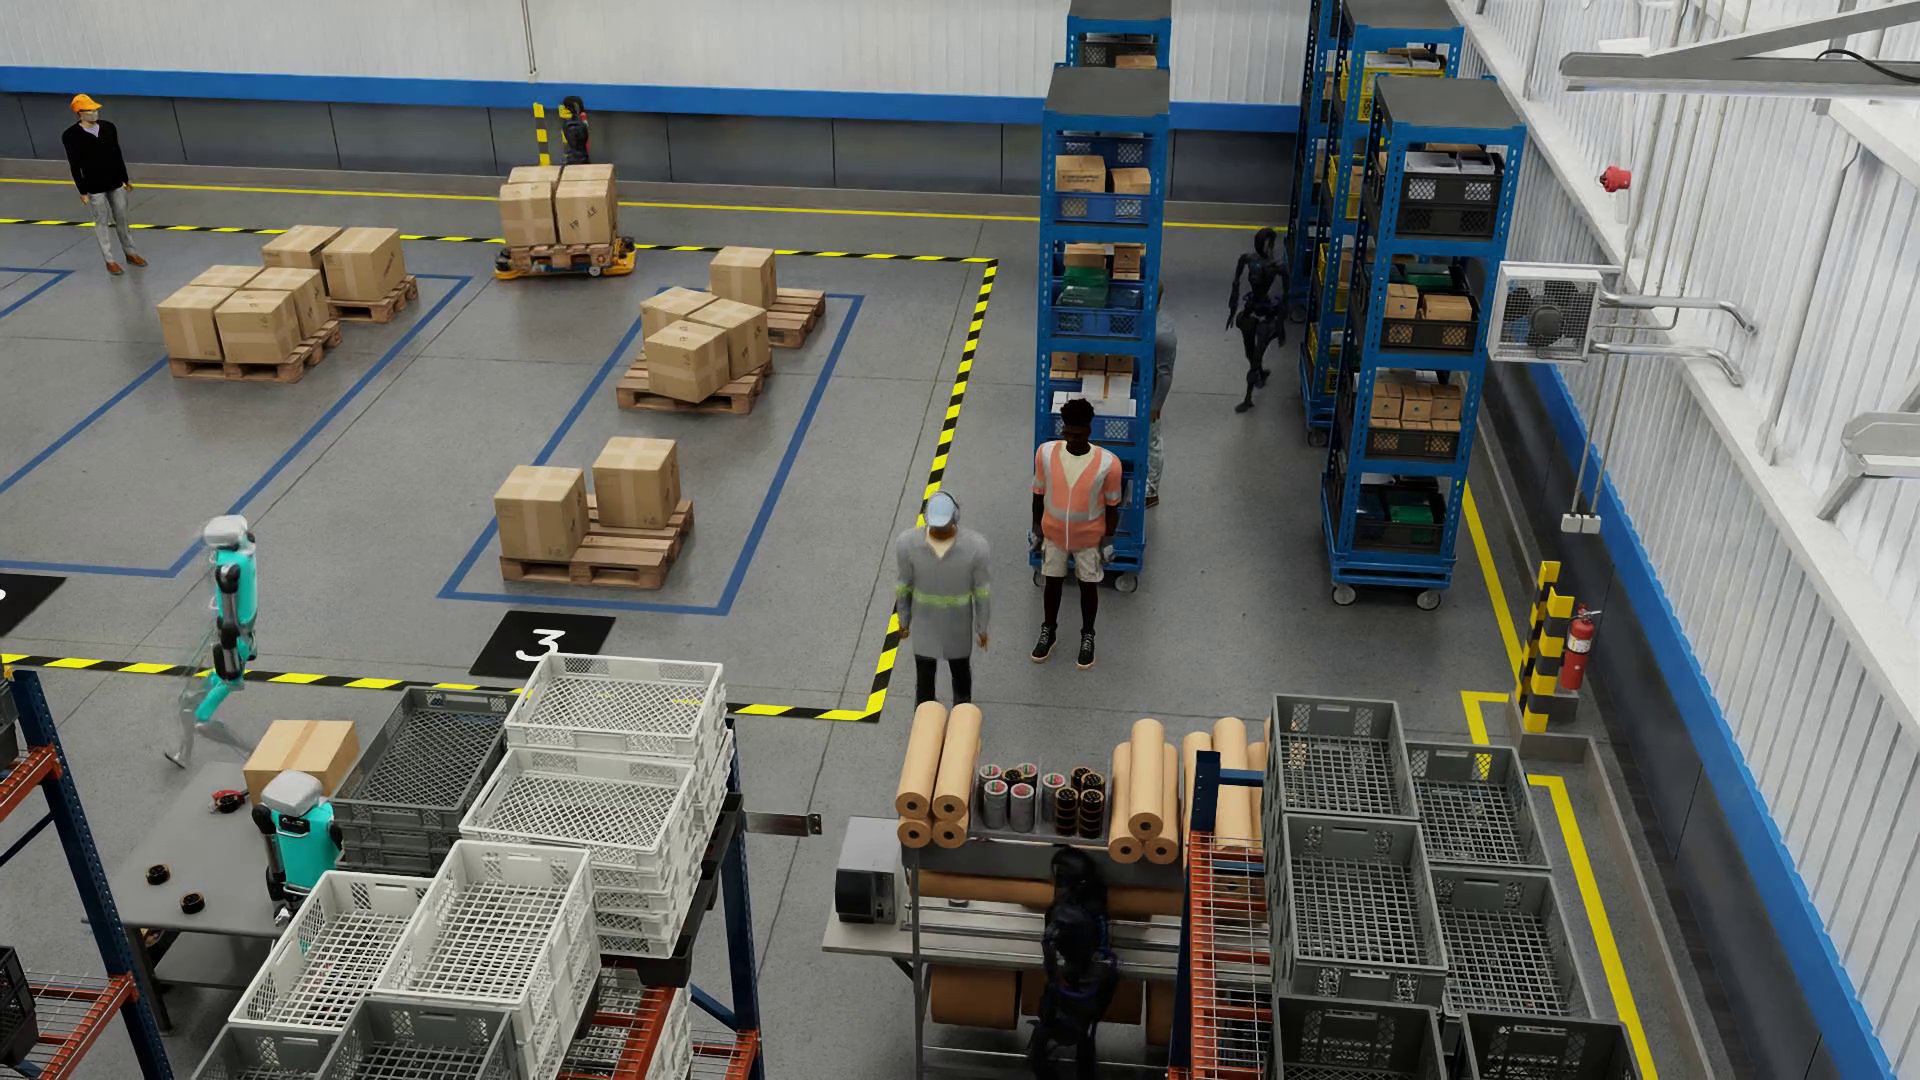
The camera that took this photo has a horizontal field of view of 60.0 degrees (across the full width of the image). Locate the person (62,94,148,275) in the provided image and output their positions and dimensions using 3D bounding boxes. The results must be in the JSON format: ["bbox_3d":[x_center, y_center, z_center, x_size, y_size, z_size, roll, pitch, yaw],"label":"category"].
[{"bbox_3d":[-9.008,-3.745,17.500,0.357,1.884,0.589,18,35,28],"label":"person"}]

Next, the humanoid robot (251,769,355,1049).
[{"bbox_3d":[-3.090,1.925,7.774,0.533,1.677,0.735,9,31,15],"label":"humanoid robot"}]

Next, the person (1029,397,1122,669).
[{"bbox_3d":[0.751,-0.043,11.061,0.601,1.965,0.368,9,31,15],"label":"person"}]

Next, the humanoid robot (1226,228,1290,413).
[{"bbox_3d":[2.673,-1.995,14.754,0.611,1.641,0.771,22,37,33],"label":"humanoid robot"}]

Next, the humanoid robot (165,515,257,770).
[{"bbox_3d":[-4.601,0.715,10.048,0.942,1.810,0.556,-5,31,-9],"label":"humanoid robot"}]

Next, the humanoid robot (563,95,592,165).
[{"bbox_3d":[-4.177,-4.078,18.282,0.357,1.648,0.601,-2,30,-4],"label":"humanoid robot"}]

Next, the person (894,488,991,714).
[{"bbox_3d":[-0.115,0.497,10.251,0.596,1.852,0.395,3,30,6],"label":"person"}]

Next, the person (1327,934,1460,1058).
[{"bbox_3d":[1.957,2.025,7.654,0.466,1.824,0.641,-24,38,-35],"label":"person"}]

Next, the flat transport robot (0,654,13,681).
[{"bbox_3d":[-7.142,0.969,11.010,1.431,0.231,0.659,3,30,6],"label":"flat transport robot"}]

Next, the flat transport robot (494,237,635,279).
[{"bbox_3d":[-4.236,-3.044,17.874,1.431,0.197,0.652,-4,30,-6],"label":"flat transport robot"}]

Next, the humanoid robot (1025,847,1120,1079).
[{"bbox_3d":[0.533,2.086,7.689,0.335,1.643,0.611,19,35,29],"label":"humanoid robot"}]

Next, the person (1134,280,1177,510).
[{"bbox_3d":[1.429,-1.157,13.002,0.373,1.940,0.630,-12,32,-20],"label":"person"}]
